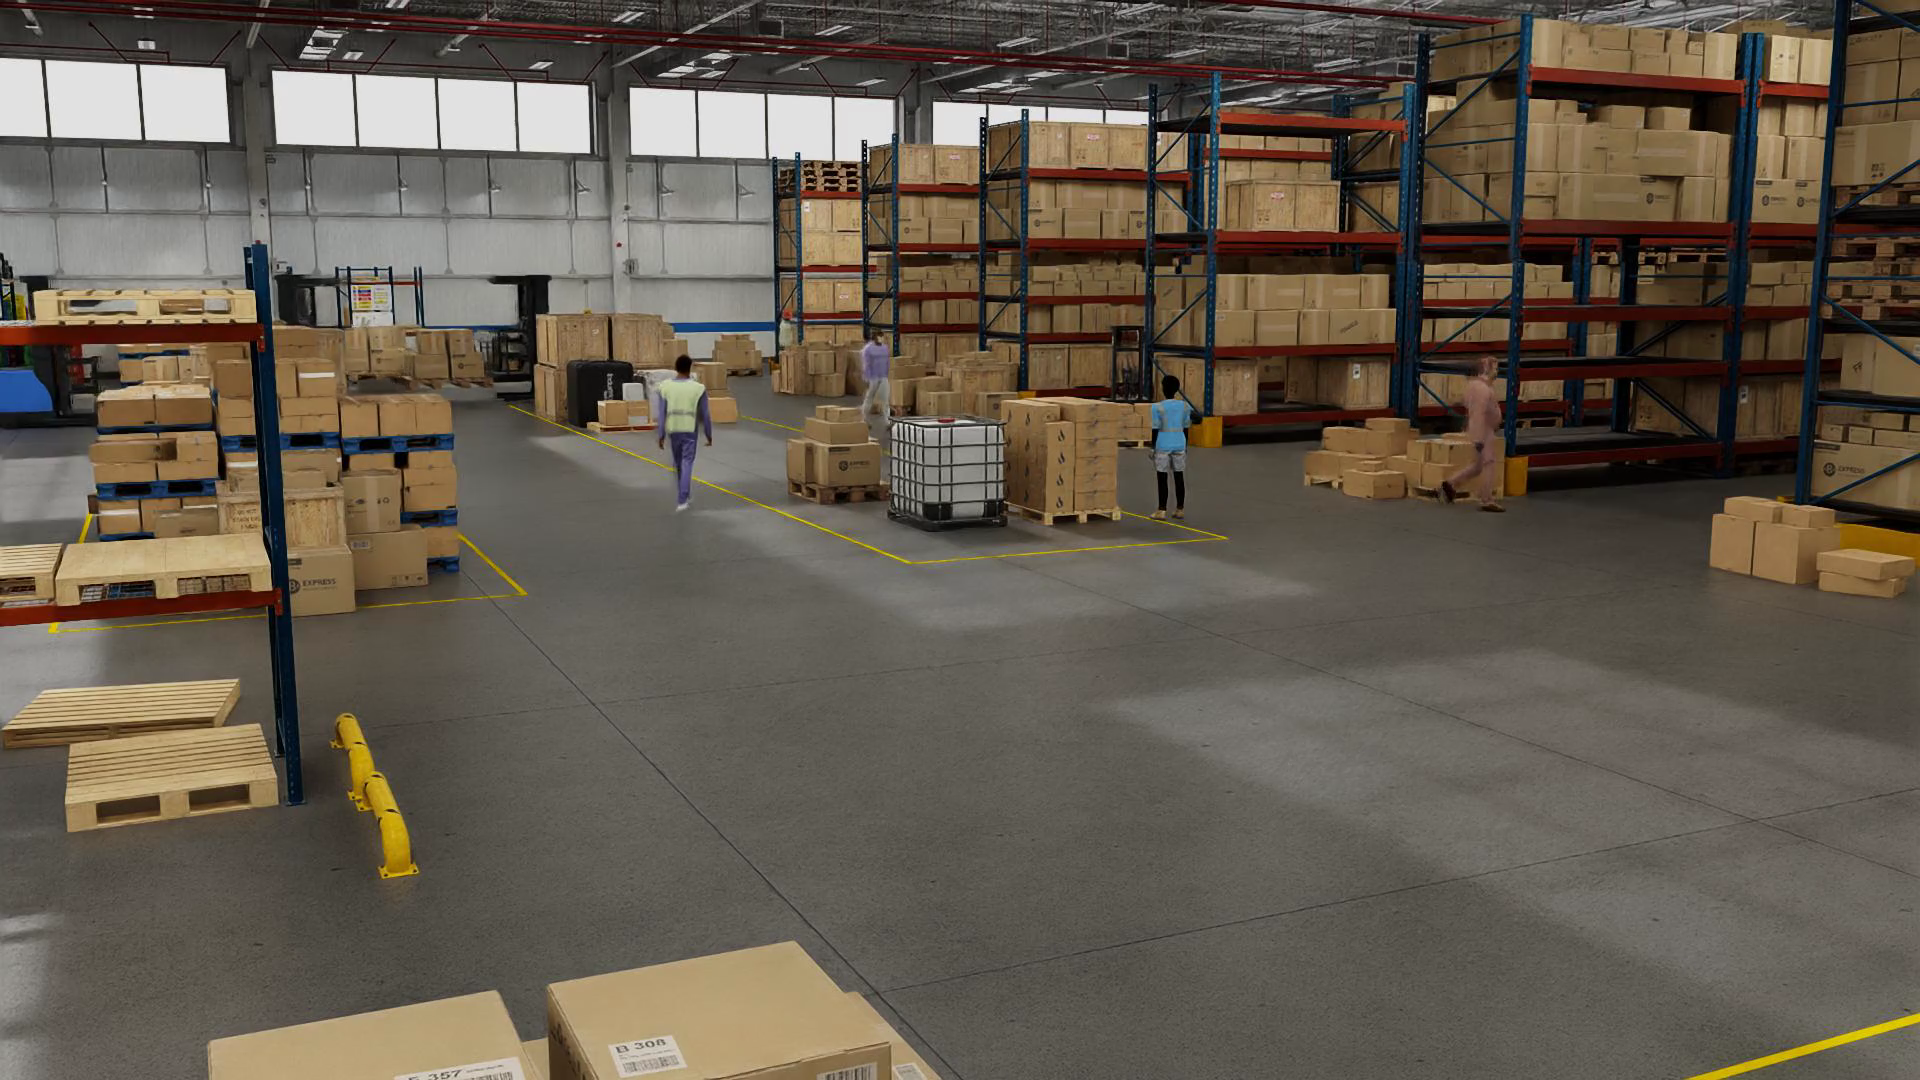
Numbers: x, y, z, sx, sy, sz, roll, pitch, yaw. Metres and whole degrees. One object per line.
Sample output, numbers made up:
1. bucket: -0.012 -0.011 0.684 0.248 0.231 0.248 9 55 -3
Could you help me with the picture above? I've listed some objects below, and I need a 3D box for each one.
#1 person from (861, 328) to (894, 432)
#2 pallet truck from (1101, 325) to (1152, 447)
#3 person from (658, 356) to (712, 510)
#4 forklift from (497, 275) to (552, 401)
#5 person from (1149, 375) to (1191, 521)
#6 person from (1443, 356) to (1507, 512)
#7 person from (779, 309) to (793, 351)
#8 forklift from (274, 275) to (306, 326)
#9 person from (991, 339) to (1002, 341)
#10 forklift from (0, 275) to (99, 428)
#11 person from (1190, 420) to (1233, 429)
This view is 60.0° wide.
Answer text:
1. person: -1.513 -2.911 30.247 0.654 1.884 1.043 -6 11 -35
2. pallet truck: 2.881 -2.596 27.923 0.823 1.965 1.885 -1 9 -7
3. person: -3.368 -1.323 20.444 0.615 1.861 1.025 1 9 4
4. forklift: -9.420 -4.560 37.378 1.873 2.768 1.129 -4 10 -25
5. person: 2.437 -1.068 19.377 0.541 1.696 0.316 -5 10 -26
6. person: 6.269 -1.283 20.118 0.672 1.886 0.656 2 9 13
7. person: -4.487 -5.004 43.069 0.387 1.943 0.725 0 9 2
8. forklift: -16.199 -5.040 40.358 1.873 2.768 1.129 0 9 2
9. person: 0.806 -4.184 38.935 0.588 1.620 0.523 -3 10 -15
10. forklift: -17.170 -3.547 31.094 1.873 2.768 1.129 -4 10 -25
11. person: 4.637 -2.981 30.552 0.962 1.913 0.620 -5 10 -27
